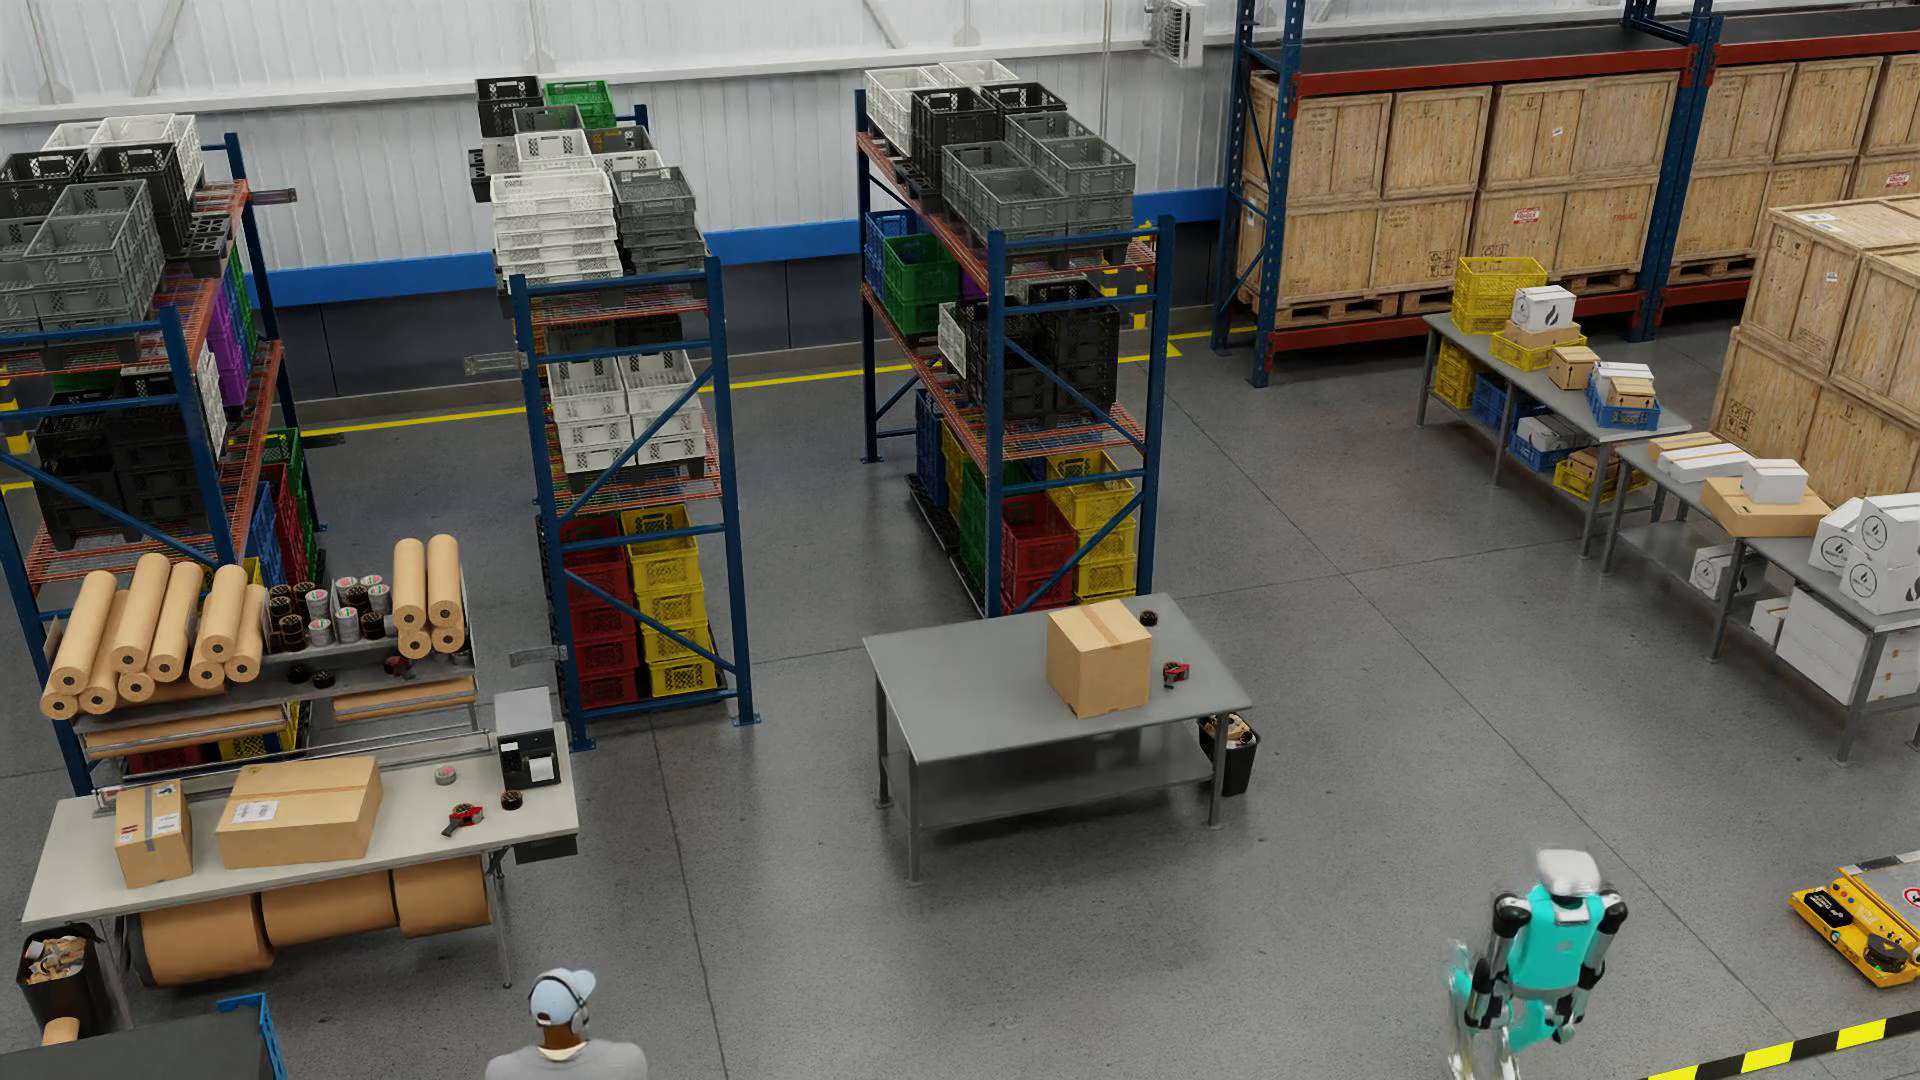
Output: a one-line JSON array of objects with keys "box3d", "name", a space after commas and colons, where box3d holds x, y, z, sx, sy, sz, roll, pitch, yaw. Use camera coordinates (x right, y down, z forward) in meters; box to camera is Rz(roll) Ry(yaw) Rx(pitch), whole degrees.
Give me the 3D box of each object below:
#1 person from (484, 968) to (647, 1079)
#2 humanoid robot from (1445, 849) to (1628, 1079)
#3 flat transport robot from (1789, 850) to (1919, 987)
[{"box3d": [-1.422, 2.343, 6.259, 0.589, 1.848, 0.404, -4, 29, -8], "name": "person"}, {"box3d": [2.379, 1.914, 7.177, 0.539, 1.740, 1.022, -2, 29, -4], "name": "humanoid robot"}, {"box3d": [5.163, 1.916, 8.676, 1.431, 0.231, 0.659, -8, 30, -14], "name": "flat transport robot"}]
